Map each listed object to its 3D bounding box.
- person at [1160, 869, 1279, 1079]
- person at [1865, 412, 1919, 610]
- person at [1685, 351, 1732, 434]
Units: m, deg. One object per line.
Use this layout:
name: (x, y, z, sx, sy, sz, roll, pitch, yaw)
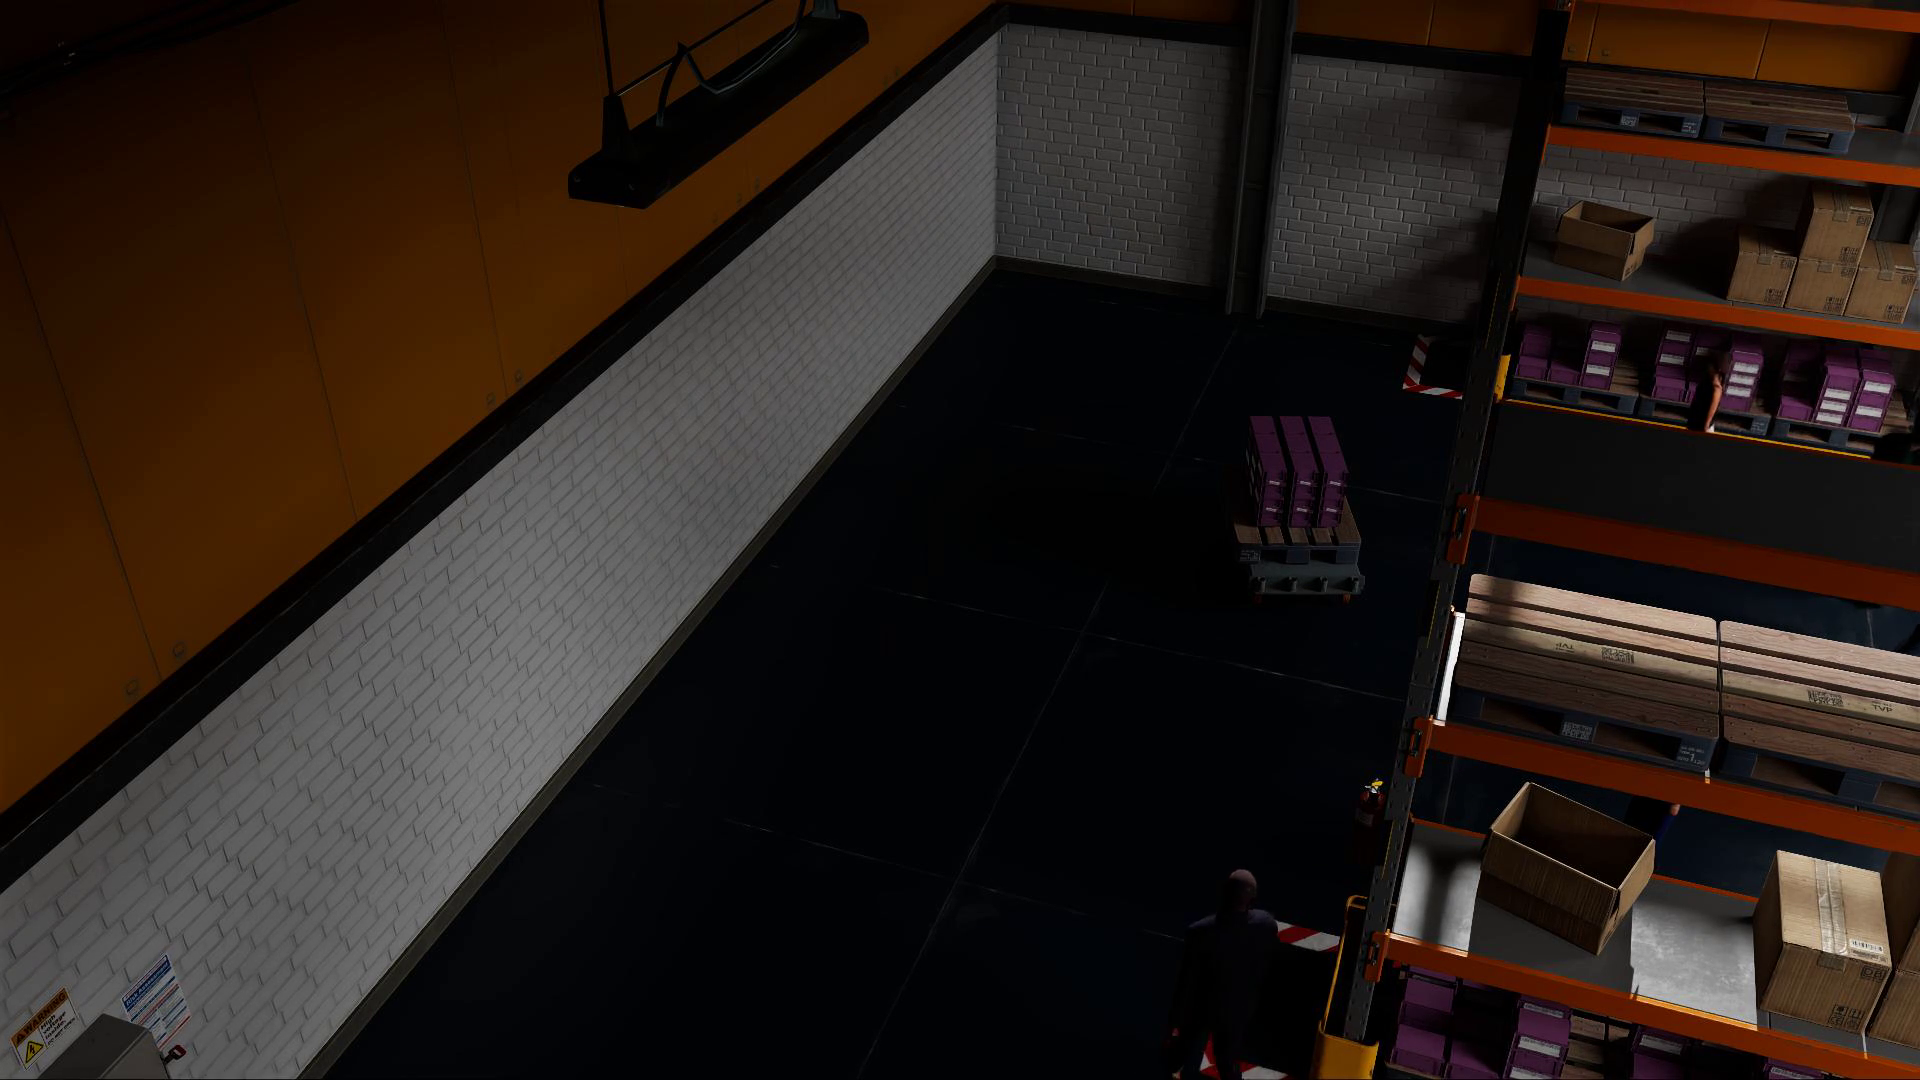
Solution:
person: (1.453, 2.604, 9.066, 1.211, 1.766, 1.206, -10, 35, -14)
person: (7.449, -0.283, 13.371, 0.833, 1.809, 0.726, -25, 41, -32)
person: (6.541, -0.947, 14.606, 0.832, 1.548, 0.514, 11, 35, 16)
